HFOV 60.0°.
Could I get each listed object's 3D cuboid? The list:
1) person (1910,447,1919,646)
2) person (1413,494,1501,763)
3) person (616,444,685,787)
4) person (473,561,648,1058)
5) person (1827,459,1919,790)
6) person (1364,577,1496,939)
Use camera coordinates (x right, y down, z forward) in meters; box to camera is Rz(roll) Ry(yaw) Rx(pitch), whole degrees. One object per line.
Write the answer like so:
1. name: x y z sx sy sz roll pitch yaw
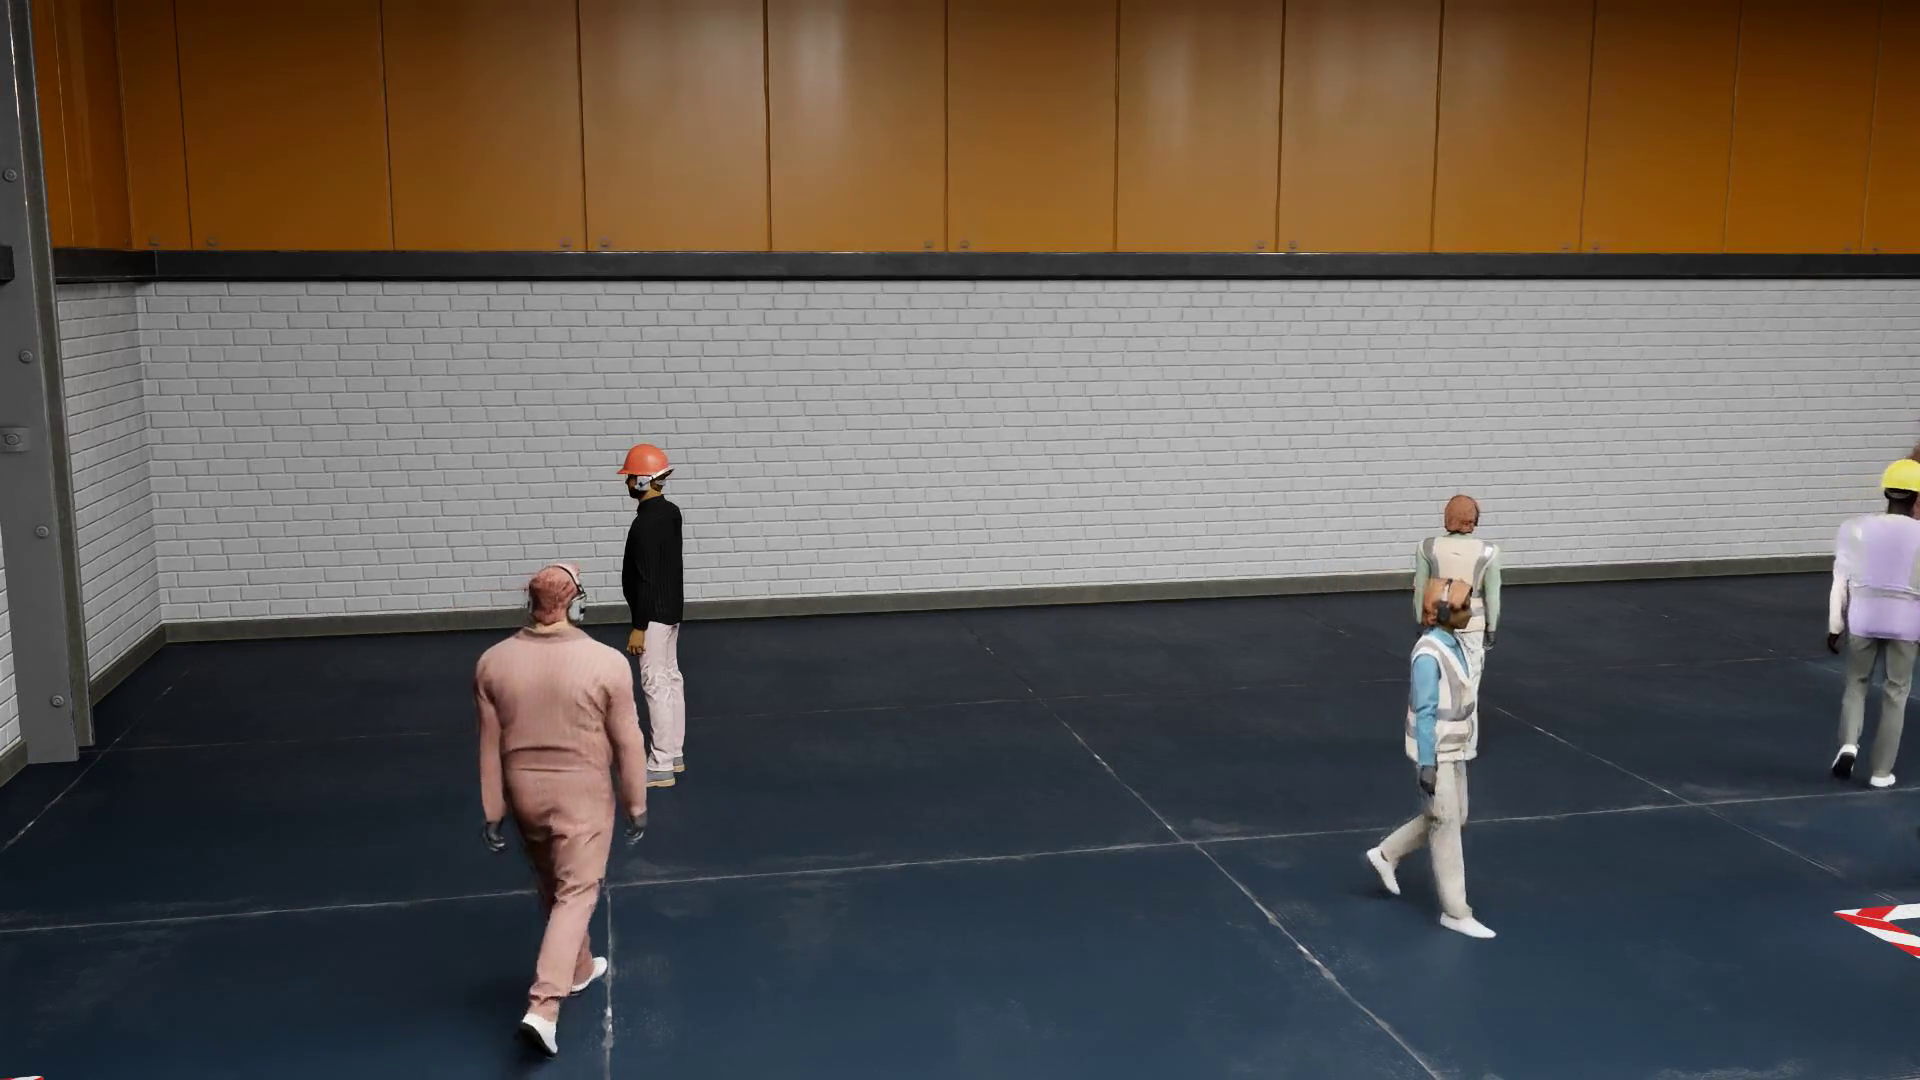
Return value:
1. person: 7.661 -0.066 13.104 0.544 1.868 0.653 2 9 11
2. person: 3.011 0.542 10.116 0.517 1.635 0.312 3 10 20
3. person: -1.786 0.434 9.670 0.377 1.995 0.612 1 9 5
4. person: -1.569 1.020 6.517 0.644 1.866 0.965 1 9 9
5. person: 5.332 0.493 9.560 0.600 1.916 0.441 7 12 38
6. person: 2.164 0.965 7.566 0.623 1.624 0.533 6 11 32
